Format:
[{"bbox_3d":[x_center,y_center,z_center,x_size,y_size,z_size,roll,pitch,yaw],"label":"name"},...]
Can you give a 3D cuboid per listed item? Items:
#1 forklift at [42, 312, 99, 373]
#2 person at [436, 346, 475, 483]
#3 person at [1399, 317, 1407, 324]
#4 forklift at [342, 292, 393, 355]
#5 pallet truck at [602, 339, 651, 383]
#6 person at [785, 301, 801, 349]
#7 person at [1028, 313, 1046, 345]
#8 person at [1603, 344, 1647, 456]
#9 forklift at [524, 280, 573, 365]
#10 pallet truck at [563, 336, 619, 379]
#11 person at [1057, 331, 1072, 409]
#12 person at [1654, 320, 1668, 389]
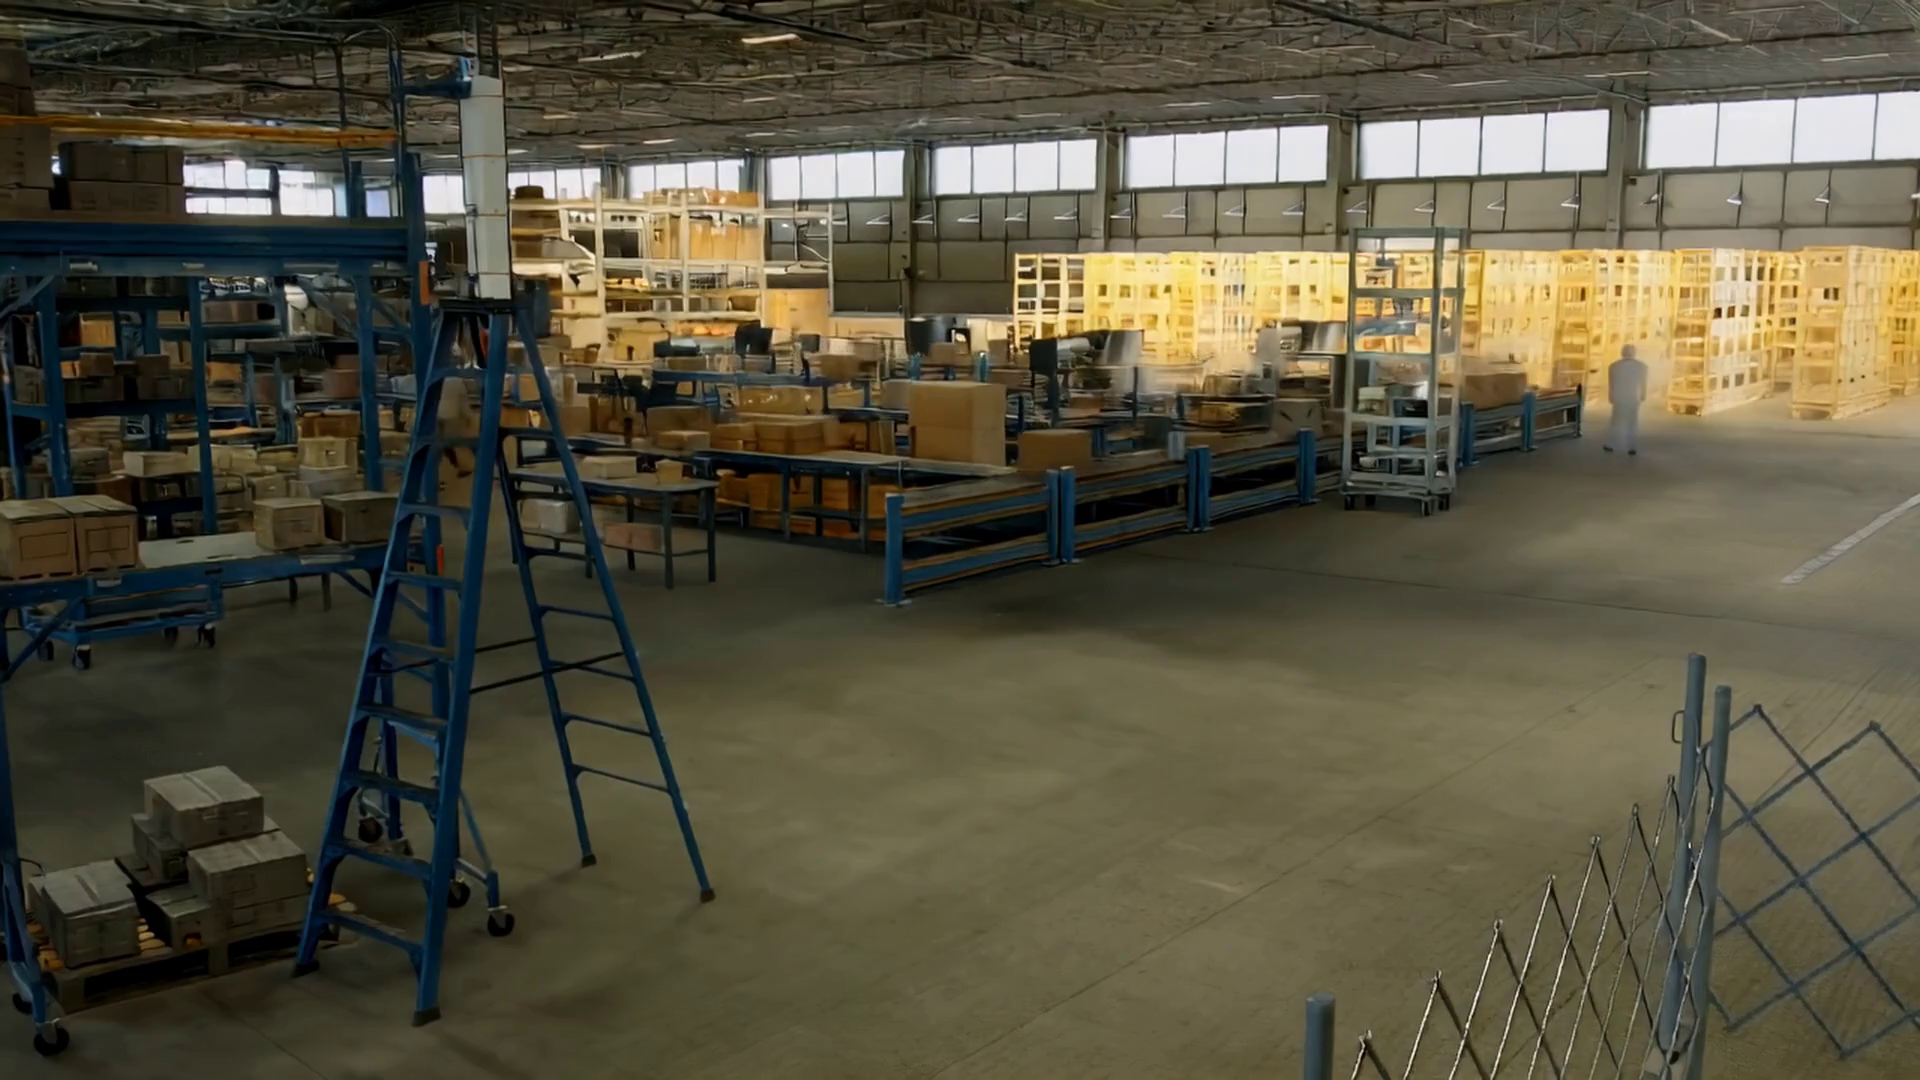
[{"bbox_3d":[-23.779,-5.451,44.052,1.873,2.768,1.129,7,11,36],"label":"forklift"},{"bbox_3d":[-7.412,-1.813,24.161,0.637,1.985,0.917,6,11,32],"label":"person"},{"bbox_3d":[12.794,-5.571,48.201,0.927,1.781,0.614,7,11,36],"label":"person"},{"bbox_3d":[-16.485,-5.622,45.120,1.129,2.768,1.873,7,11,37],"label":"forklift"},{"bbox_3d":[-8.991,-4.871,45.351,0.653,1.274,1.630,7,11,37],"label":"pallet truck"},{"bbox_3d":[-6.543,-8.361,65.024,0.622,1.977,0.448,7,12,39],"label":"person"},{"bbox_3d":[2.445,-6.297,52.451,0.603,1.887,1.032,-1,9,-4],"label":"person"},{"bbox_3d":[11.175,-2.357,27.949,0.657,1.851,0.973,1,9,7],"label":"person"},{"bbox_3d":[-13.316,-6.828,52.646,1.129,2.768,1.873,7,11,37],"label":"forklift"},{"bbox_3d":[-10.690,-5.294,48.215,1.601,1.201,0.680,-5,10,-26],"label":"pallet truck"},{"bbox_3d":[2.313,-3.700,36.591,0.325,1.767,0.533,6,11,31],"label":"person"},{"bbox_3d":[18.466,-4.914,44.032,0.855,1.814,0.571,6,11,34],"label":"person"}]
